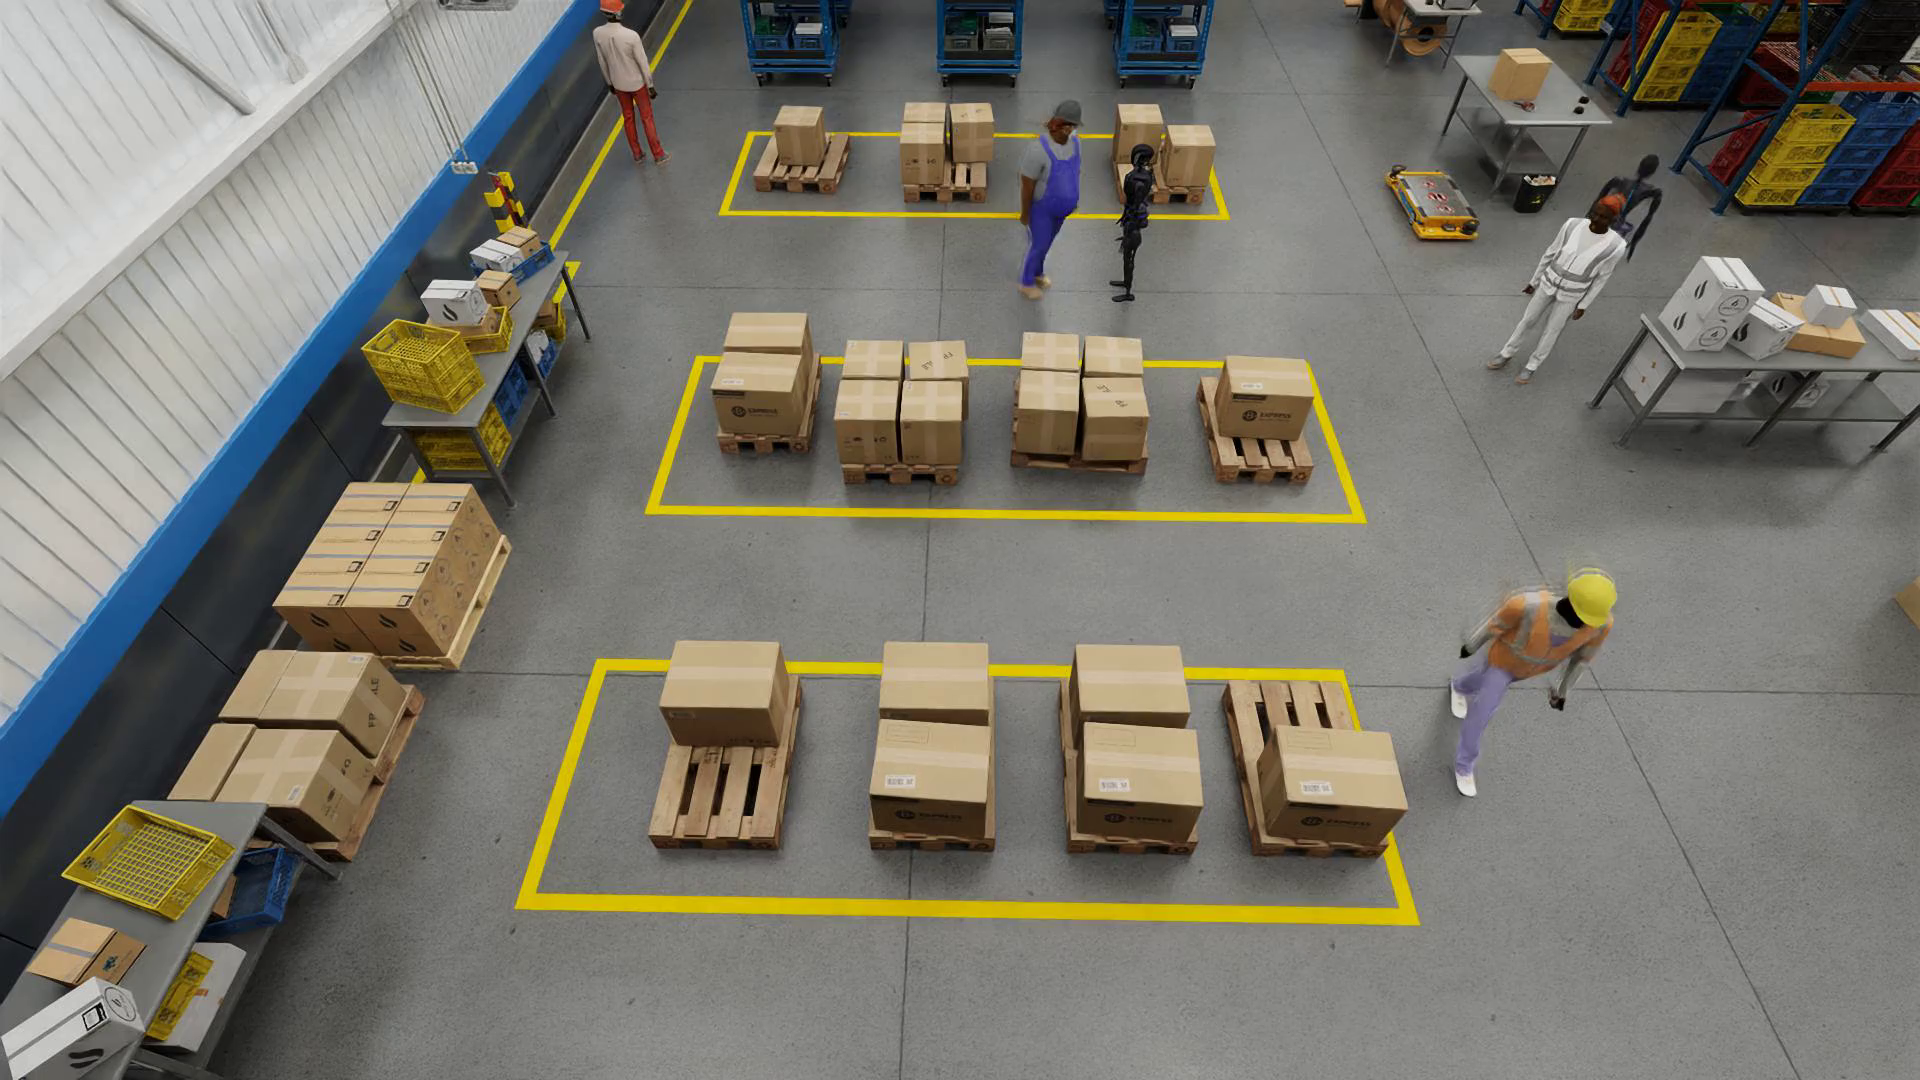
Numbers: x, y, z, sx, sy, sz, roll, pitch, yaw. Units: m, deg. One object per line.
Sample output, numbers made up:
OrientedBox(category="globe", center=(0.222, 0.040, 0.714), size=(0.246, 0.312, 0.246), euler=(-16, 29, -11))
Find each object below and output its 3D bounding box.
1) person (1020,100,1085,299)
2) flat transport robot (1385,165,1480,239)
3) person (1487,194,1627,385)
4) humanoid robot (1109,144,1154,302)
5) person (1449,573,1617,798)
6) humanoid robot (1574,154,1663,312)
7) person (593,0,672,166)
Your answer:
OrientedBox(category="person", center=(0.957, -3.476, 9.372), size=(0.563, 2.000, 0.723), euler=(37, 58, 27))
OrientedBox(category="flat transport robot", center=(5.692, -4.094, 11.059), size=(0.652, 0.197, 1.431), euler=(1, 49, 1))
OrientedBox(category="person", center=(5.534, -2.292, 8.450), size=(0.355, 1.883, 0.573), euler=(-31, 56, -24))
OrientedBox(category="humanoid robot", center=(1.749, -3.247, 9.401), size=(0.327, 1.660, 0.589), euler=(2, 49, 2))
OrientedBox(category="person", center=(3.555, 0.810, 5.777), size=(0.591, 1.857, 0.999), euler=(6, 49, 6))
OrientedBox(category="humanoid robot", center=(6.540, -3.075, 9.274), size=(0.594, 1.642, 0.472), euler=(34, 57, 26))
OrientedBox(category="person", center=(-4.045, -5.622, 11.259), size=(0.621, 1.992, 0.392), euler=(8, 50, 7))
